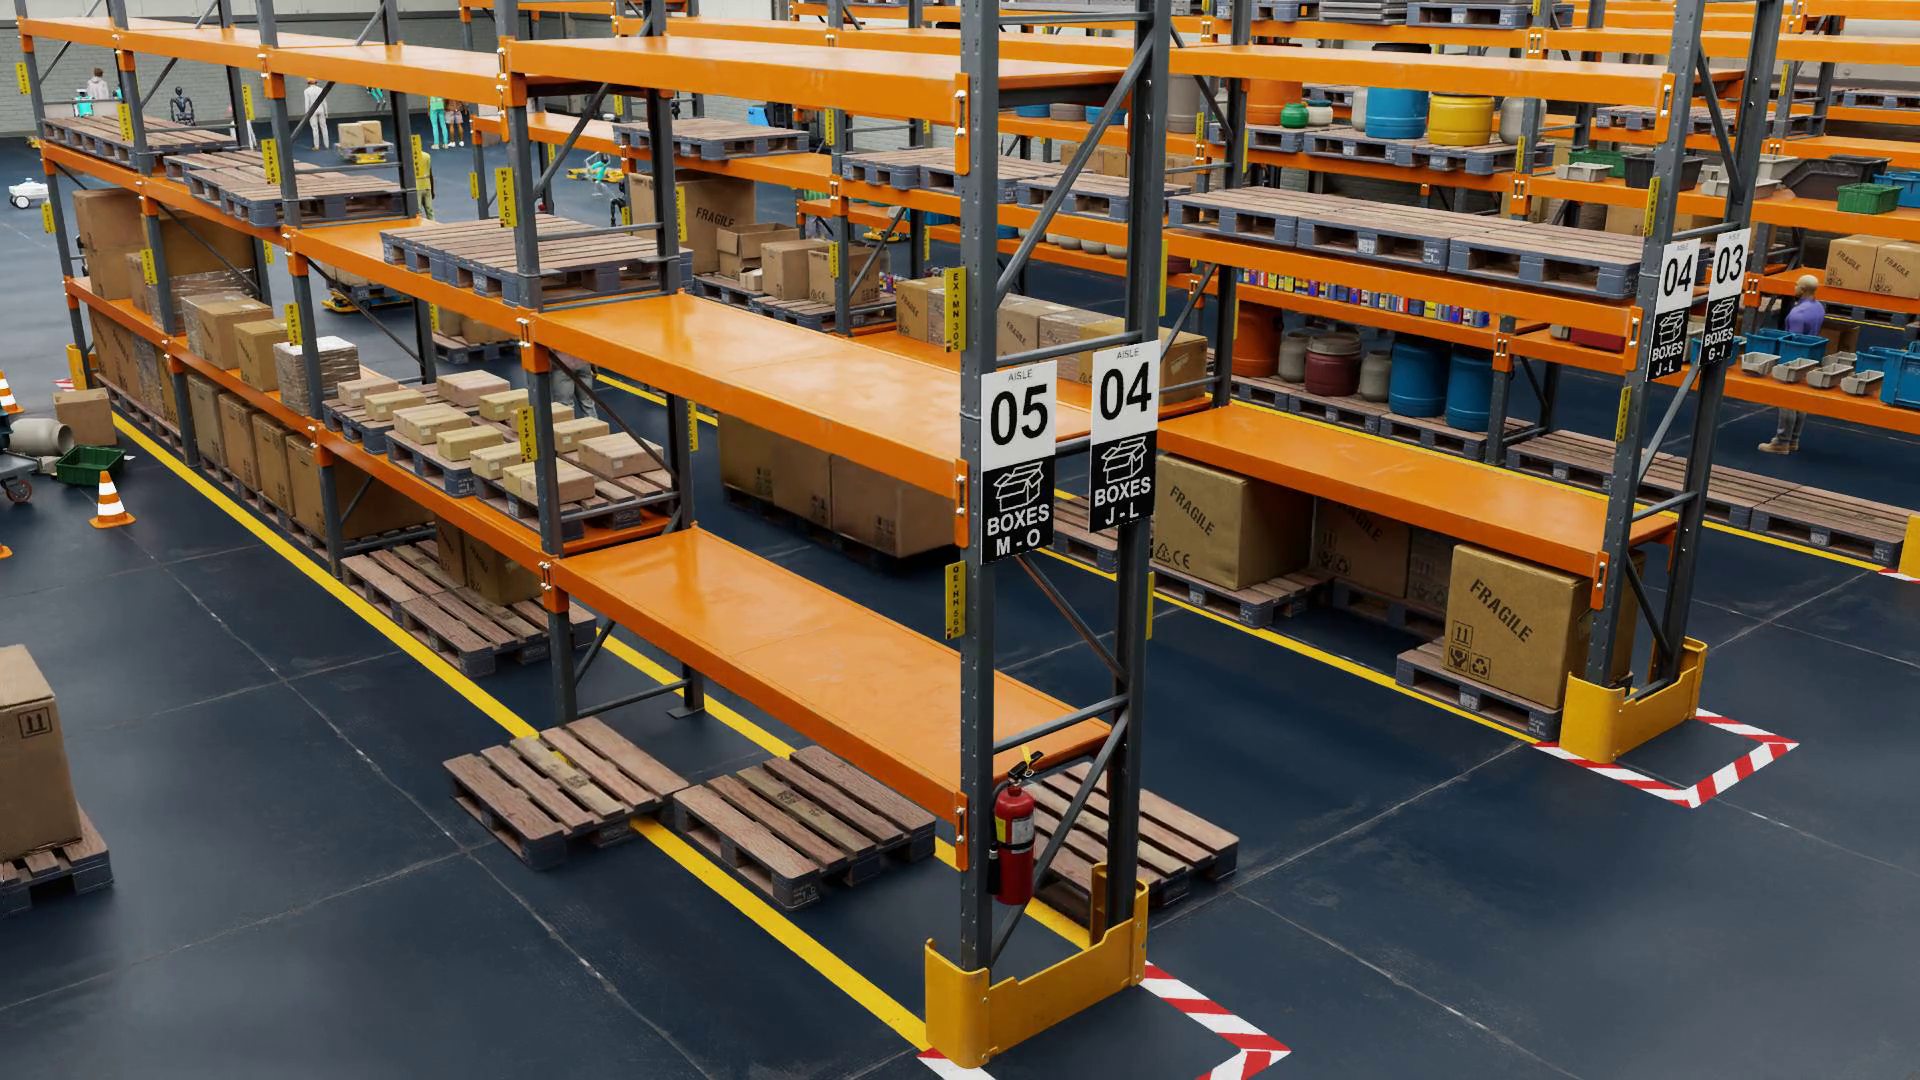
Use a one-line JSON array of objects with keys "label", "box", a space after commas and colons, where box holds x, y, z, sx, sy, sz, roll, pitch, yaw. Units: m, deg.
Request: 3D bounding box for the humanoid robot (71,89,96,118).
[{"label": "humanoid robot", "box": [-20.645, -9.827, 39.486, 0.533, 1.677, 0.735, -15, 24, -37]}]

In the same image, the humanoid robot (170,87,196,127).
[{"label": "humanoid robot", "box": [-19.497, -10.527, 41.749, 0.599, 1.657, 0.315, -15, 24, -37]}]

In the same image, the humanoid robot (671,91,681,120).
[{"label": "humanoid robot", "box": [-7.897, -11.827, 45.450, 0.599, 1.657, 0.315, -15, 24, -37]}]

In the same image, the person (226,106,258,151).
[{"label": "person", "box": [-15.558, -8.564, 36.152, 0.359, 1.695, 0.668, 7, 21, 20]}]

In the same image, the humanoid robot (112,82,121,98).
[{"label": "humanoid robot", "box": [-20.825, -10.613, 41.725, 0.533, 1.677, 0.735, -15, 24, -37]}]

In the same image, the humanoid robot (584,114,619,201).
[{"label": "humanoid robot", "box": [-7.362, -7.744, 33.780, 0.887, 1.768, 0.539, -2, 19, -5]}]

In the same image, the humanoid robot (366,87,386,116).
[{"label": "humanoid robot", "box": [-17.903, -13.886, 51.039, 0.533, 1.677, 0.735, -15, 24, -37]}]

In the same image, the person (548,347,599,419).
[{"label": "person", "box": [-3.787, -1.671, 16.176, 0.629, 1.939, 0.373, -15, 25, -37]}]

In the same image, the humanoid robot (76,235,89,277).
[{"label": "humanoid robot", "box": [-10.263, -3.040, 20.166, 0.533, 1.681, 0.735, -15, 24, -37]}]

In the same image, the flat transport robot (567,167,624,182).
[{"label": "flat transport robot", "box": [-8.046, -8.182, 37.223, 1.431, 0.231, 0.659, 11, 22, 28]}]

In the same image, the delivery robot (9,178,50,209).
[{"label": "delivery robot", "box": [-18.502, -6.909, 33.124, 0.739, 0.566, 0.499, -15, 24, -37]}]

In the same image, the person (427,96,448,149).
[{"label": "person", "box": [-13.550, -11.140, 43.069, 0.484, 1.978, 0.405, -15, 25, -37]}]

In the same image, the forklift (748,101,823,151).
[{"label": "forklift", "box": [-4.526, -11.368, 42.374, 1.129, 2.768, 1.873, -15, 24, -37]}]

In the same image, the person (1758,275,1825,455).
[{"label": "person", "box": [8.356, -1.746, 16.598, 0.589, 1.799, 0.395, -15, 25, -37]}]

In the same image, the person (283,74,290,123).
[{"label": "person", "box": [-20.349, -13.369, 49.606, 0.539, 1.859, 0.413, -9, 21, -23]}]

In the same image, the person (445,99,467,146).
[{"label": "person", "box": [-13.295, -11.279, 43.643, 0.779, 1.855, 0.397, -15, 25, -37]}]

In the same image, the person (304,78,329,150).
[{"label": "person", "box": [-16.558, -11.004, 42.801, 0.562, 1.898, 0.352, -15, 25, -37]}]

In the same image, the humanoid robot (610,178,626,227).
[{"label": "humanoid robot", "box": [-4.919, -4.523, 24.664, 0.599, 1.657, 0.315, -15, 24, -37]}]

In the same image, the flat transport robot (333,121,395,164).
[{"label": "flat transport robot", "box": [-14.505, -9.334, 40.501, 0.659, 0.231, 1.431, -13, 23, -32]}]

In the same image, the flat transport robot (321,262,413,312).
[{"label": "flat transport robot", "box": [-8.337, -3.485, 23.854, 1.431, 0.231, 0.659, -15, 24, -37]}]

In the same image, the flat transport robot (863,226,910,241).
[{"label": "flat transport robot", "box": [-0.957, -5.503, 29.598, 1.431, 0.231, 0.659, -15, 24, -37]}]

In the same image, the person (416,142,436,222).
[{"label": "person", "box": [-9.209, -5.934, 28.380, 0.523, 1.894, 0.401, -15, 25, -37]}]

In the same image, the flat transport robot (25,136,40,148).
[{"label": "flat transport robot", "box": [-24.162, -10.490, 43.789, 0.659, 0.231, 1.431, -13, 23, -32]}]

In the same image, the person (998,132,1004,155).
[{"label": "person", "box": [0.626, -7.506, 32.921, 0.564, 1.846, 0.391, -15, 25, -37]}]

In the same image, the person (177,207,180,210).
[{"label": "person", "box": [-13.412, -6.031, 28.545, 0.605, 1.965, 0.368, -15, 25, -37]}]

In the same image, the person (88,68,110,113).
[{"label": "person", "box": [-23.491, -11.897, 45.373, 0.563, 1.887, 0.441, -3, 20, -9]}]

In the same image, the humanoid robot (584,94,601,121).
[{"label": "humanoid robot", "box": [-10.494, -12.497, 47.425, 0.589, 1.626, 0.735, 9, 21, 25]}]

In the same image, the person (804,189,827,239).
[{"label": "person", "box": [-2.283, -5.051, 26.088, 0.472, 1.743, 0.343, -15, 25, -37]}]
